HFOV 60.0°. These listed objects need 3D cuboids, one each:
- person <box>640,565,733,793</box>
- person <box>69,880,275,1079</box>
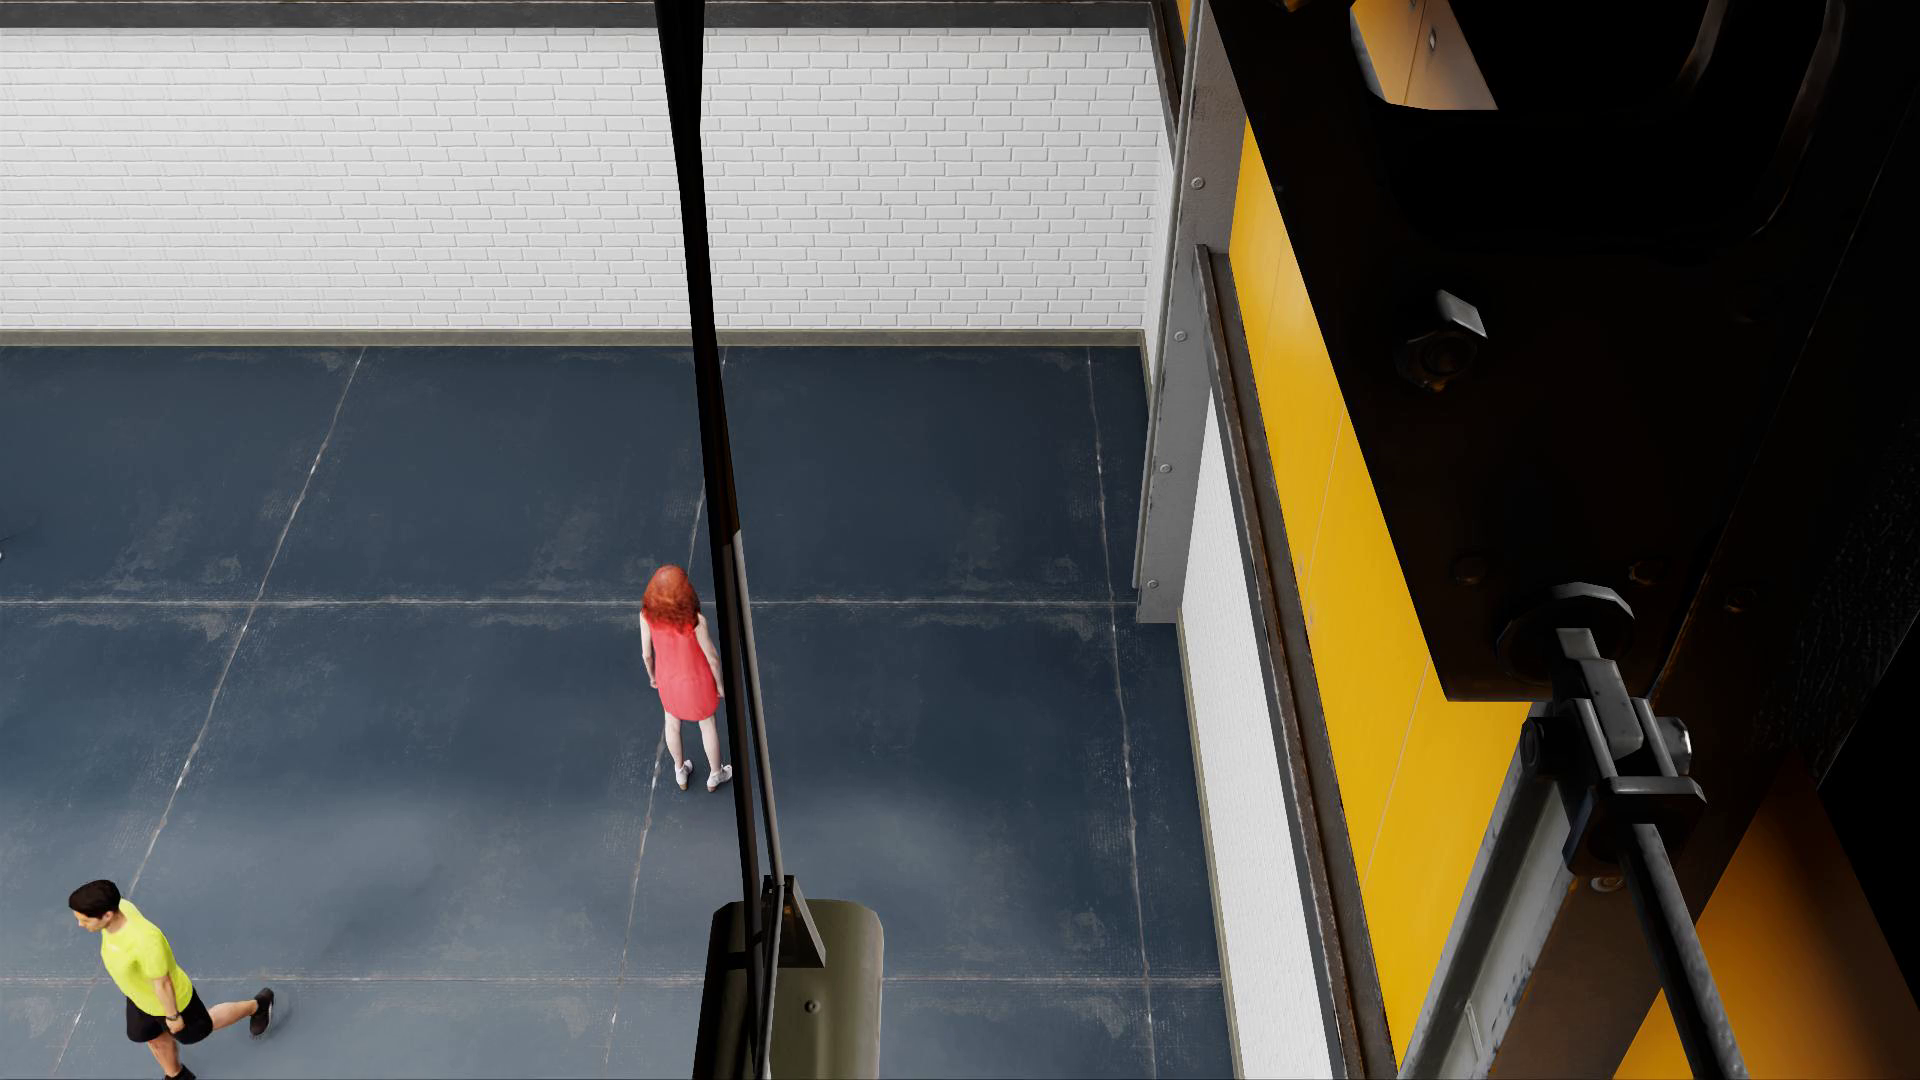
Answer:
[{"bbox_3d":[-1.641,0.845,9.903,0.642,1.826,0.575,7,44,8],"label":"person"},{"bbox_3d":[-4.050,2.240,8.539,0.962,1.686,1.126,23,48,23],"label":"person"}]
